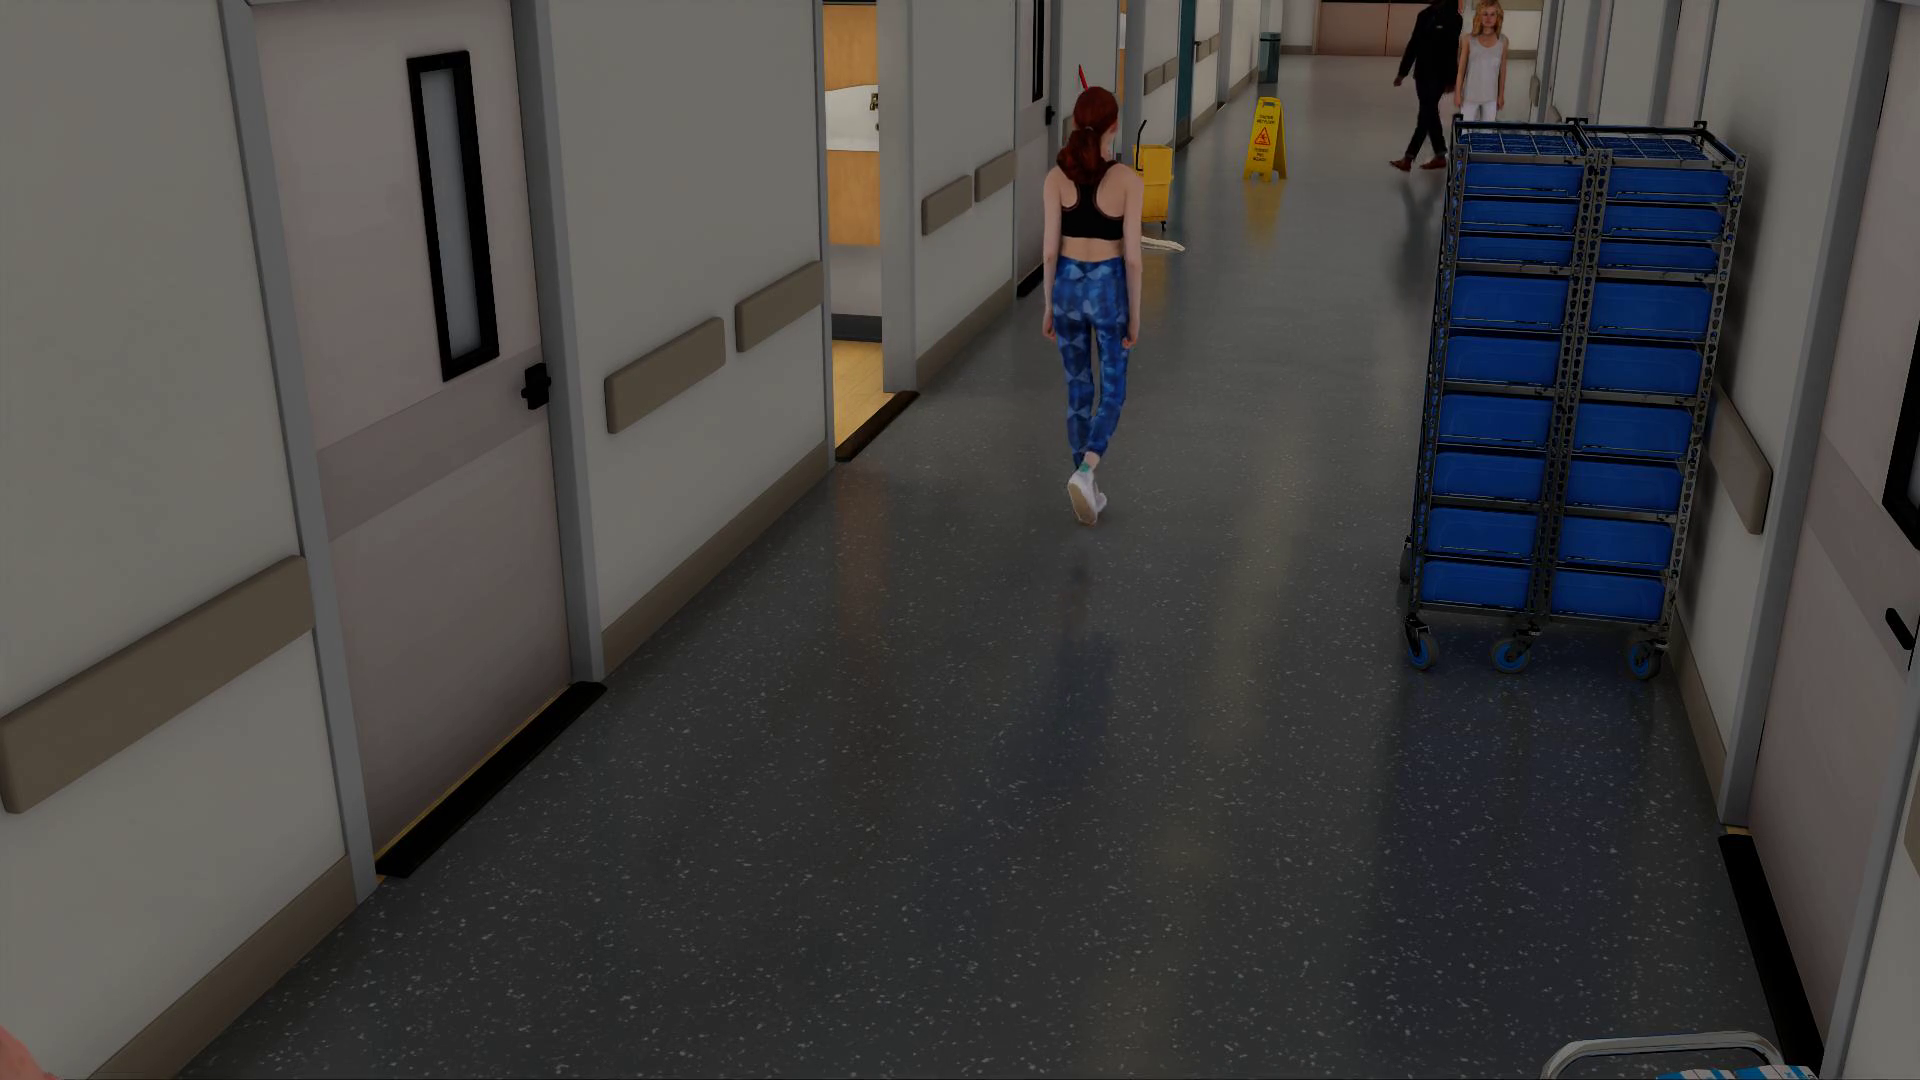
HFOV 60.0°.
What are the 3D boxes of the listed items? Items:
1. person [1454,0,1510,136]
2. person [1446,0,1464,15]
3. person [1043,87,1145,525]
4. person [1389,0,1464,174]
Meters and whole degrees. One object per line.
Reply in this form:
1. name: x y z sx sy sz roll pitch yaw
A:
1. person: 4.816 -4.134 15.373 0.634 1.669 0.583 2 21 6
2. person: 7.548 -7.912 25.496 0.662 1.565 0.557 -3 21 -8
3. person: 0.496 -0.861 6.589 0.542 1.770 0.904 6 21 14
4. person: 4.616 -4.436 16.010 1.113 1.784 1.116 -8 22 -19
